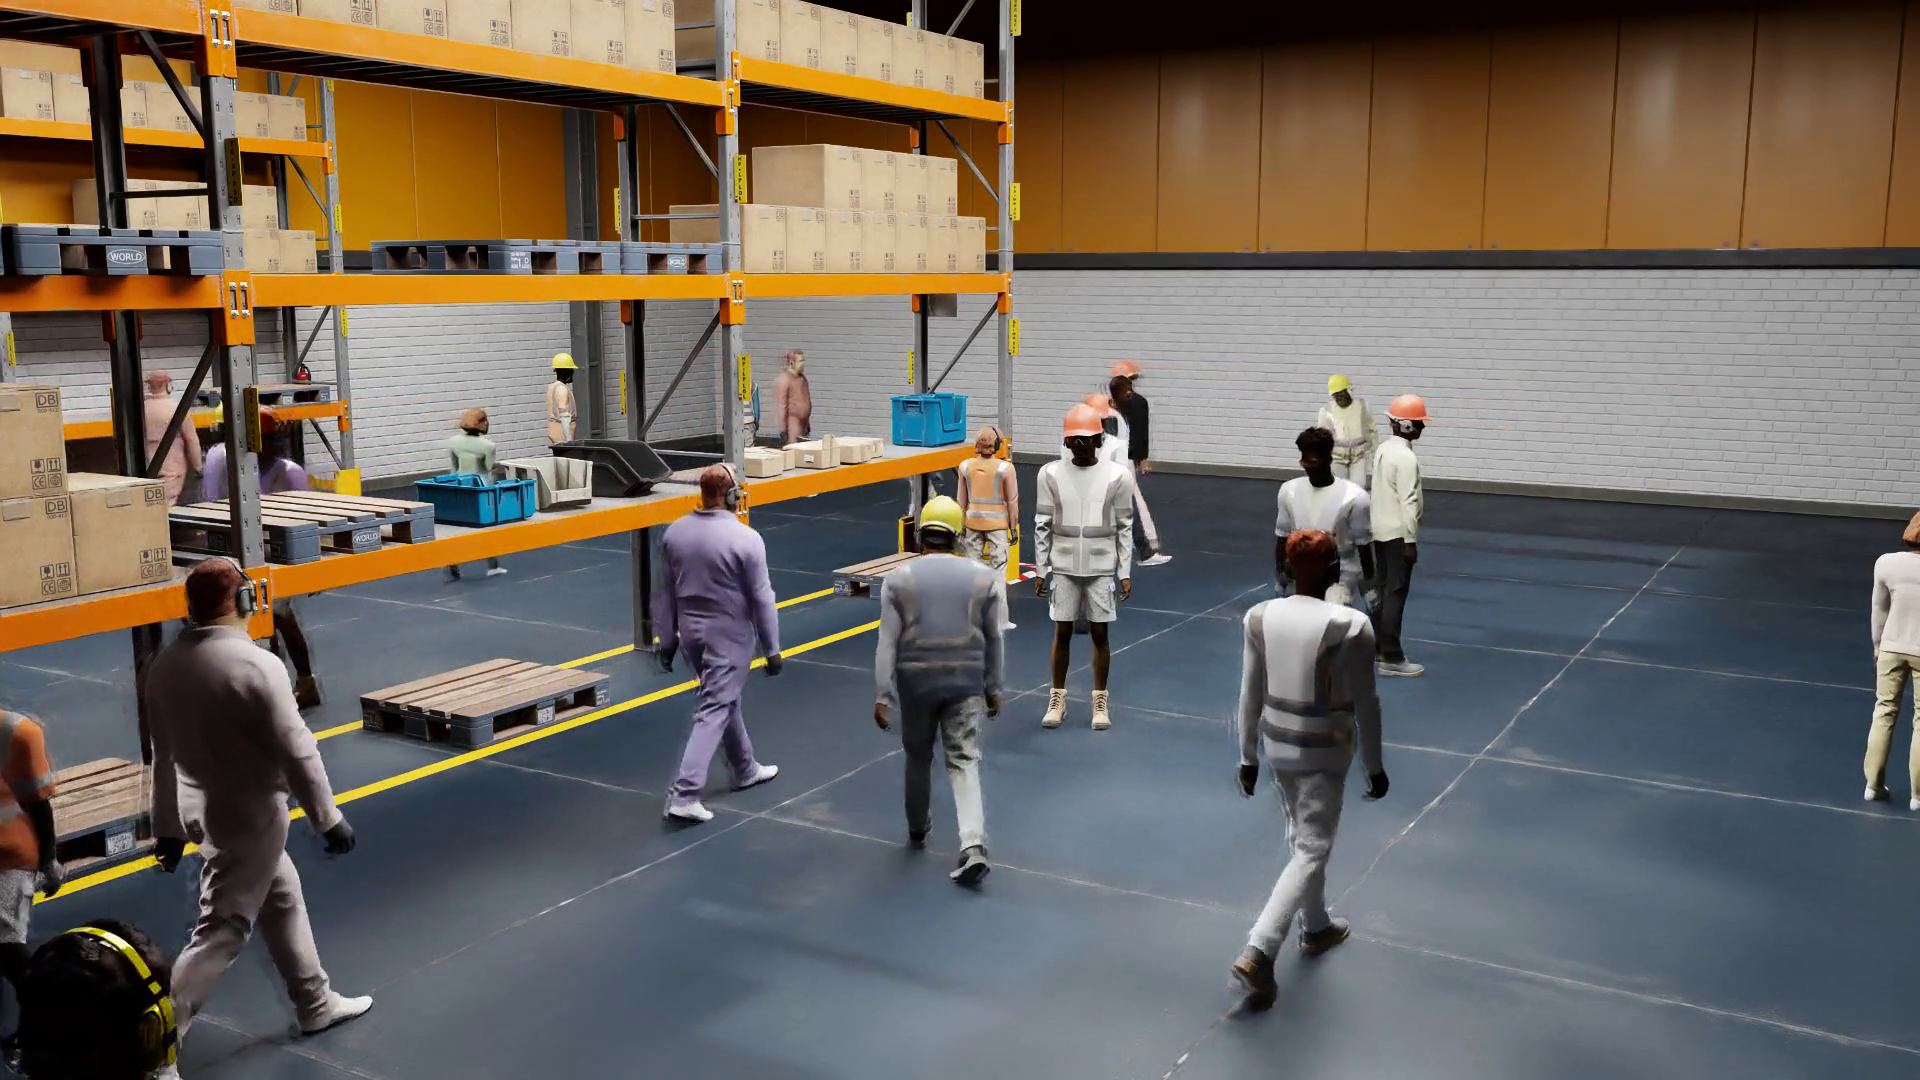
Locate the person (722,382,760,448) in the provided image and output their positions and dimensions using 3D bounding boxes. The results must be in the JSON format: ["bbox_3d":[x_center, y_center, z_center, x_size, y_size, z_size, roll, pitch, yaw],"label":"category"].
[{"bbox_3d":[-2.971,-1.585,22.561,0.524,1.639,0.308,-3,10,-20],"label":"person"}]

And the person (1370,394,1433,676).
[{"bbox_3d":[3.119,-0.041,11.818,0.396,1.992,0.623,-1,9,-5],"label":"person"}]

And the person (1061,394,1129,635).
[{"bbox_3d":[1.085,-0.232,13.354,0.558,1.893,0.897,0,9,3],"label":"person"}]

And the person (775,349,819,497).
[{"bbox_3d":[-2.148,-1.491,21.204,0.696,1.890,0.660,3,10,18],"label":"person"}]

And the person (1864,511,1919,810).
[{"bbox_3d":[5.082,0.623,8.832,0.288,1.626,0.498,-7,11,-36],"label":"person"}]

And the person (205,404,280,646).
[{"bbox_3d":[-5.370,-0.077,12.278,0.512,1.915,0.603,-8,12,-40],"label":"person"}]

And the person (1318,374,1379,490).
[{"bbox_3d":[4.128,-0.869,17.669,0.649,1.780,0.671,2,9,10],"label":"person"}]

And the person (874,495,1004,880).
[{"bbox_3d":[-0.089,0.694,7.920,0.634,1.785,0.908,-1,9,-7],"label":"person"}]

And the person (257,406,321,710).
[{"bbox_3d":[-4.445,0.160,10.523,0.637,2.004,0.902,6,11,32],"label":"person"}]

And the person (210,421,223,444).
[{"bbox_3d":[-6.069,-0.197,13.899,0.312,1.639,0.520,1,9,9],"label":"person"}]

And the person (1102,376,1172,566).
[{"bbox_3d":[1.507,-0.654,16.063,1.026,1.863,0.618,3,9,15],"label":"person"}]

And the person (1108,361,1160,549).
[{"bbox_3d":[1.688,-0.878,17.224,1.025,1.940,0.623,7,11,37],"label":"person"}]

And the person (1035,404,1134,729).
[{"bbox_3d":[0.764,0.173,10.334,0.612,2.041,0.394,2,9,10],"label":"person"}]

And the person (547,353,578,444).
[{"bbox_3d":[-4.566,-1.189,19.196,0.363,1.928,0.587,-4,10,-25],"label":"person"}]

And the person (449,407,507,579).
[{"bbox_3d":[-4.511,-0.431,15.433,0.527,1.615,0.607,2,9,15],"label":"person"}]

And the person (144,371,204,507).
[{"bbox_3d":[-7.963,-0.766,16.760,0.672,1.854,1.002,1,9,3],"label":"person"}]

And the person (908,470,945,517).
[{"bbox_3d":[-0.293,-0.588,16.435,0.640,1.599,0.525,1,9,5],"label":"person"}]

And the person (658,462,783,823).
[{"bbox_3d":[-1.273,0.521,8.769,0.666,1.860,1.008,6,11,34],"label":"person"}]

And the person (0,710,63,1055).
[{"bbox_3d":[-3.393,1.107,5.755,0.537,1.649,0.885,0,9,1],"label":"person"}]

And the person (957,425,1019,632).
[{"bbox_3d":[0.221,-0.086,13.210,0.523,1.638,0.311,4,10,25],"label":"person"}]

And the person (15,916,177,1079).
[{"bbox_3d":[-1.277,1.495,2.639,0.565,1.867,0.332,1,9,9],"label":"person"}]

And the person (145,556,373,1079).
[{"bbox_3d":[-2.588,0.986,5.865,0.657,1.852,1.009,7,12,38],"label":"person"}]

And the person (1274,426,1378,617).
[{"bbox_3d":[2.322,0.223,10.452,0.657,1.917,0.951,7,11,36],"label":"person"}]

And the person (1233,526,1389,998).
[{"bbox_3d":[1.357,0.864,6.652,0.928,1.849,0.576,-8,12,-43],"label":"person"}]
